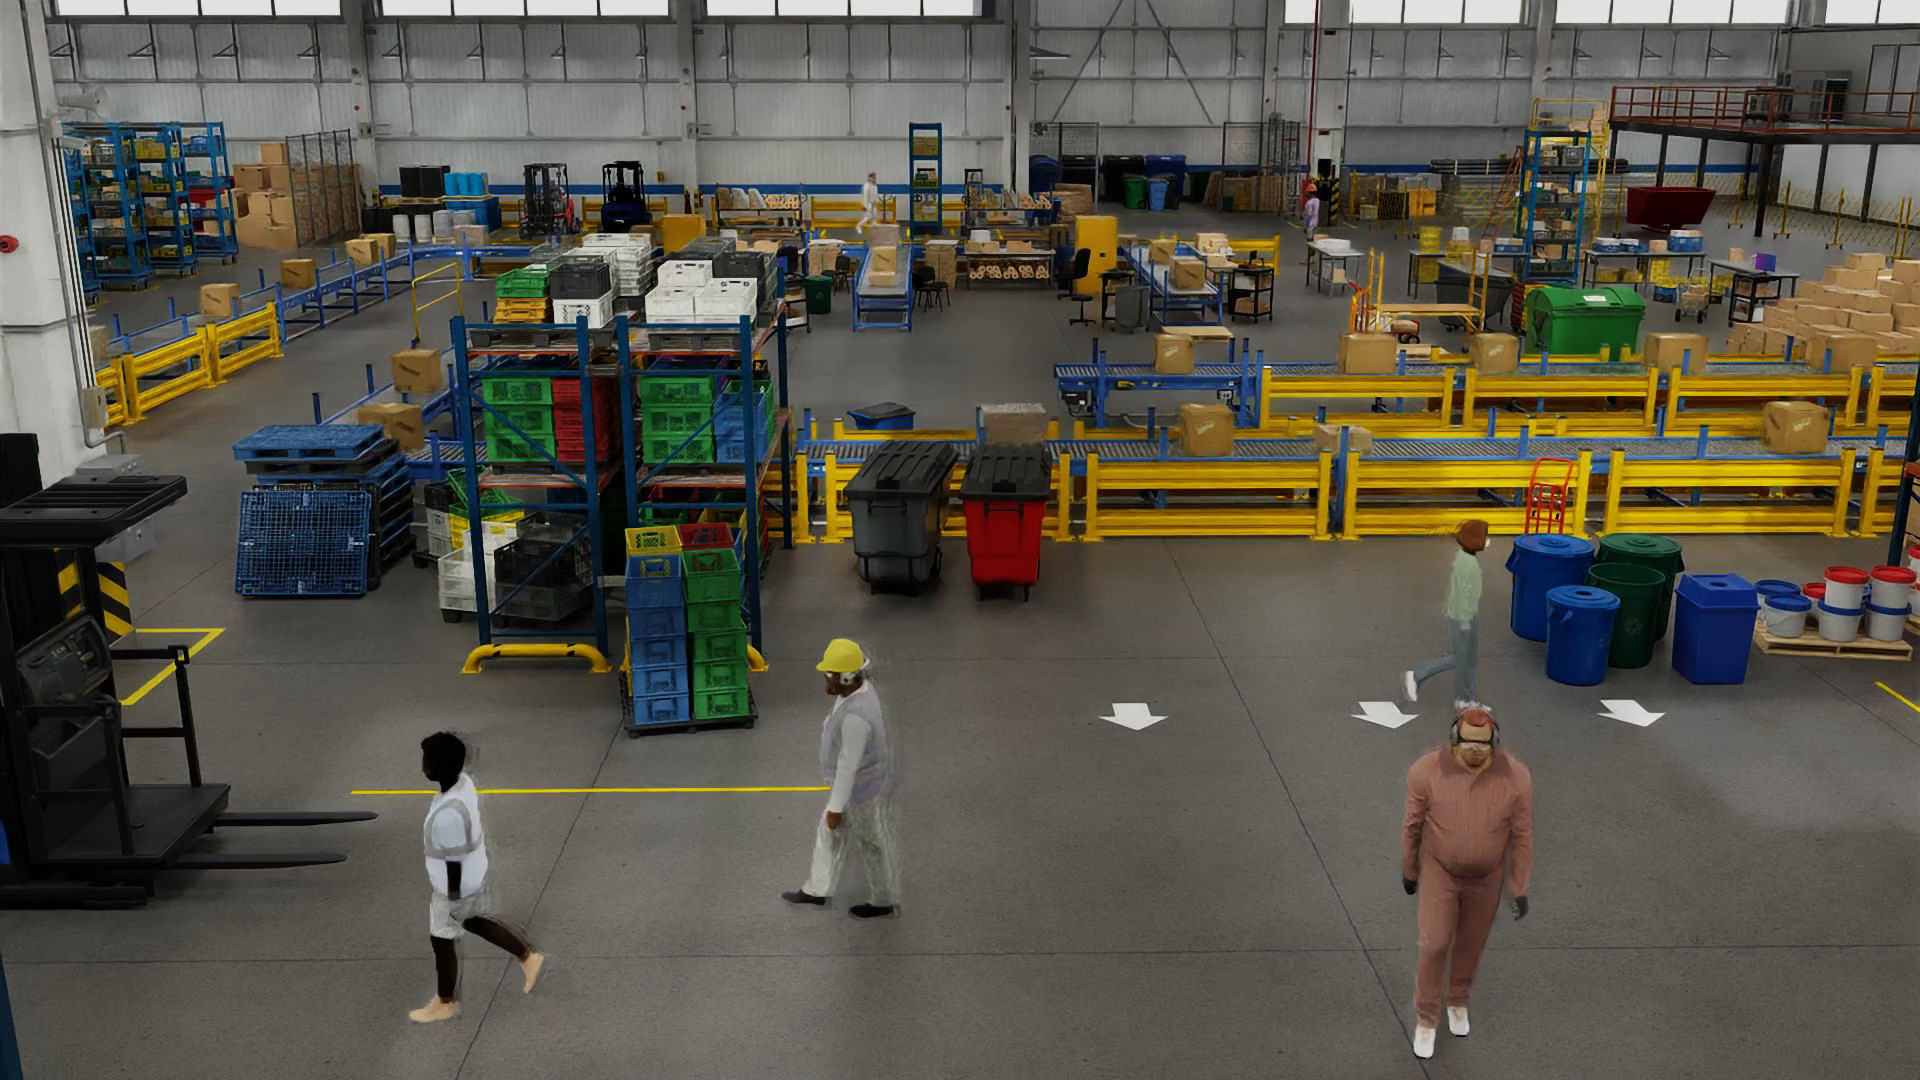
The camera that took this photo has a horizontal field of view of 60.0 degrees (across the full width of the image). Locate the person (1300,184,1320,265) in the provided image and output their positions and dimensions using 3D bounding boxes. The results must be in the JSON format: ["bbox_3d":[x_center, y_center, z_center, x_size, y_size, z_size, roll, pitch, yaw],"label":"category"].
[{"bbox_3d":[9.006,-8.115,42.773,0.372,2.044,0.607,10,19,31],"label":"person"}]

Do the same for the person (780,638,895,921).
[{"bbox_3d":[-0.763,1.453,9.933,0.807,1.800,0.626,-1,16,-5],"label":"person"}]

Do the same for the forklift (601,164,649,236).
[{"bbox_3d":[-9.948,-10.127,49.296,1.157,1.987,2.680,-1,16,-3],"label":"forklift"}]

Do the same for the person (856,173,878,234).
[{"bbox_3d":[-2.747,-10.055,49.814,0.657,1.877,0.661,9,18,29],"label":"person"}]

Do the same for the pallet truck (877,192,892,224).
[{"bbox_3d":[-2.277,-9.986,50.594,0.653,1.274,1.630,0,16,-1],"label":"pallet truck"}]

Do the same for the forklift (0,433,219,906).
[{"bbox_3d":[-5.952,0.780,10.366,1.873,2.768,1.129,0,16,-1],"label":"forklift"}]

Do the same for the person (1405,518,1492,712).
[{"bbox_3d":[3.948,0.598,13.249,0.609,1.613,0.509,6,17,21],"label":"person"}]

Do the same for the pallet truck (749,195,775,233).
[{"bbox_3d":[-6.051,-9.967,50.660,0.680,1.201,1.601,0,16,-1],"label":"pallet truck"}]

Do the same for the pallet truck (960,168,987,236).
[{"bbox_3d":[0.383,-10.230,50.206,0.823,1.965,1.885,-1,16,-3],"label":"pallet truck"}]

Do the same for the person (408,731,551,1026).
[{"bbox_3d":[-2.640,1.802,8.937,0.699,1.679,0.535,-2,16,-5],"label":"person"}]

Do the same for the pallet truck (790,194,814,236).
[{"bbox_3d":[-4.814,-9.883,50.259,0.704,1.261,1.522,-1,16,-3],"label":"pallet truck"}]

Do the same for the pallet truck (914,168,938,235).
[{"bbox_3d":[-0.989,-10.316,50.507,0.823,1.965,1.885,1,16,3],"label":"pallet truck"}]

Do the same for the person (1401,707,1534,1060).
[{"bbox_3d":[2.638,1.788,8.647,0.648,1.885,0.727,2,16,7],"label":"person"}]

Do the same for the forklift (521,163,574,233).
[{"bbox_3d":[-12.233,-10.122,49.298,1.157,1.987,2.680,0,16,-1],"label":"forklift"}]
